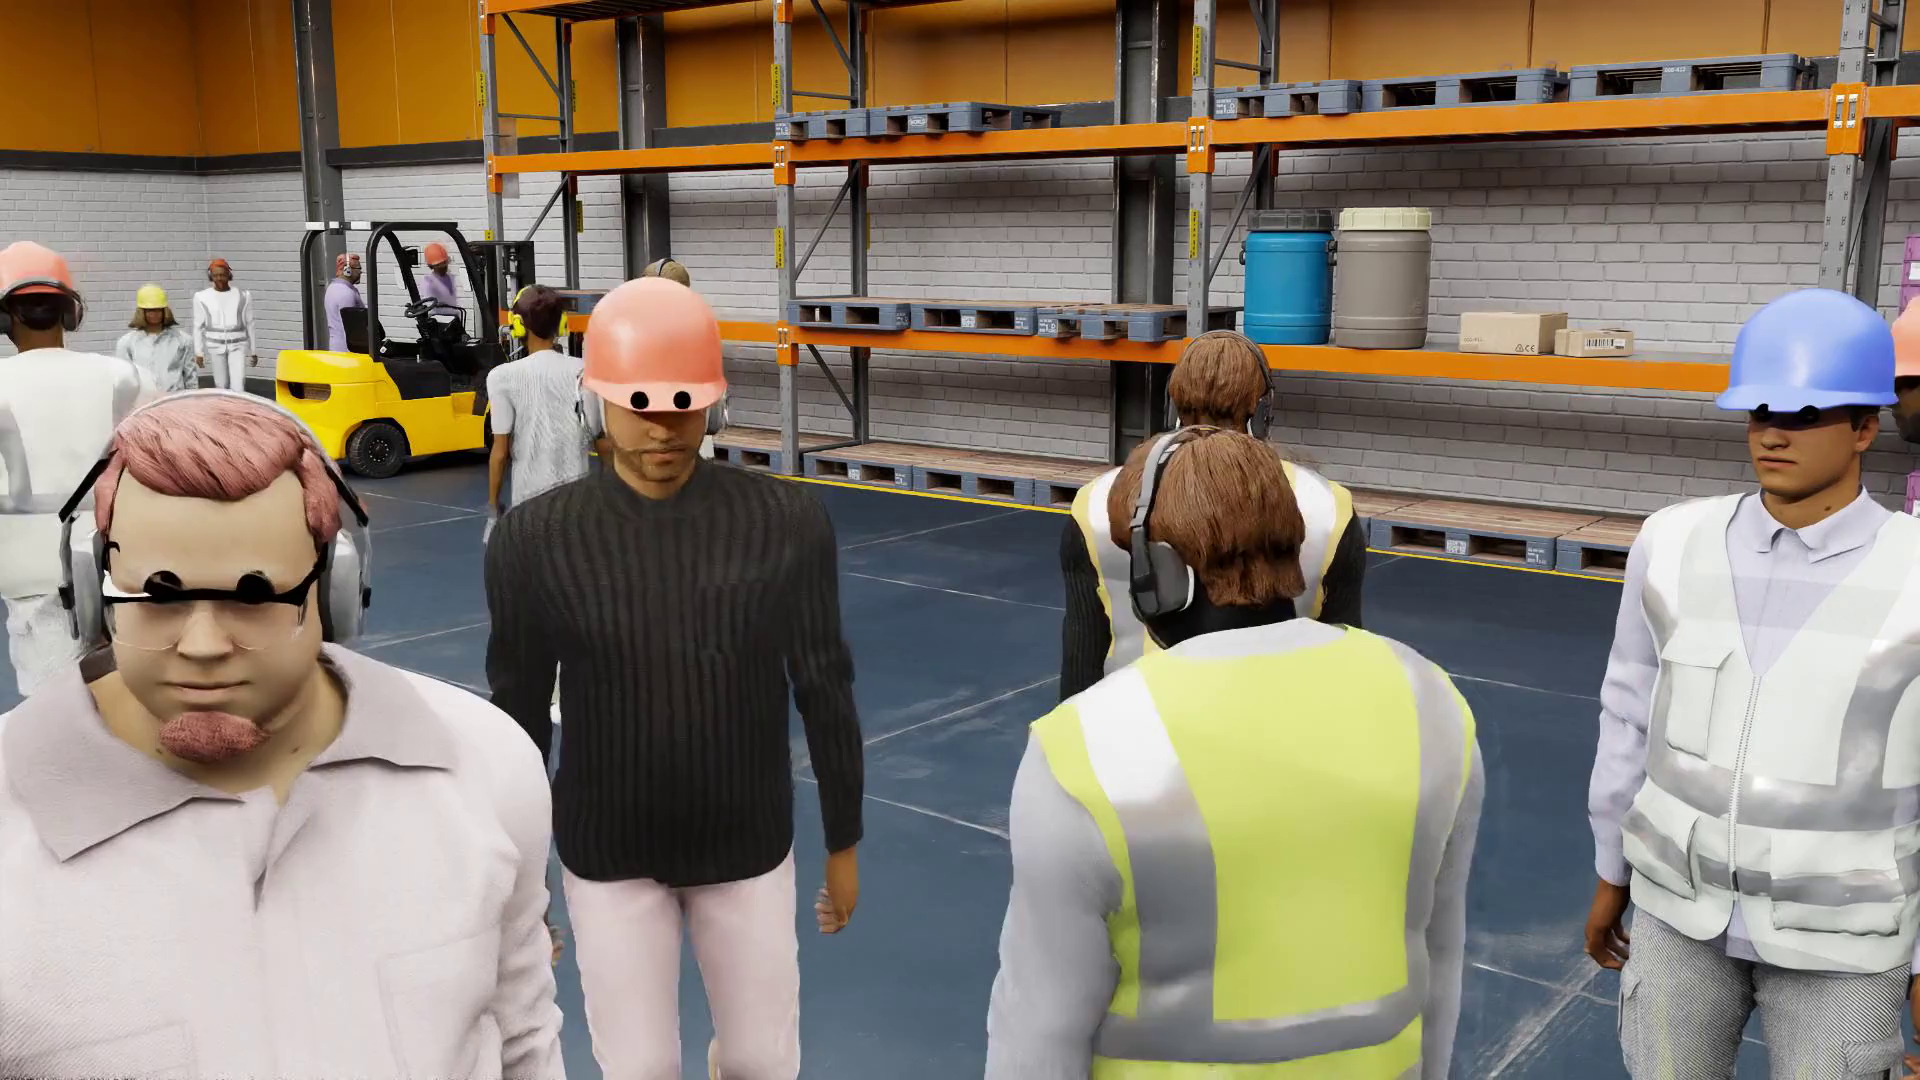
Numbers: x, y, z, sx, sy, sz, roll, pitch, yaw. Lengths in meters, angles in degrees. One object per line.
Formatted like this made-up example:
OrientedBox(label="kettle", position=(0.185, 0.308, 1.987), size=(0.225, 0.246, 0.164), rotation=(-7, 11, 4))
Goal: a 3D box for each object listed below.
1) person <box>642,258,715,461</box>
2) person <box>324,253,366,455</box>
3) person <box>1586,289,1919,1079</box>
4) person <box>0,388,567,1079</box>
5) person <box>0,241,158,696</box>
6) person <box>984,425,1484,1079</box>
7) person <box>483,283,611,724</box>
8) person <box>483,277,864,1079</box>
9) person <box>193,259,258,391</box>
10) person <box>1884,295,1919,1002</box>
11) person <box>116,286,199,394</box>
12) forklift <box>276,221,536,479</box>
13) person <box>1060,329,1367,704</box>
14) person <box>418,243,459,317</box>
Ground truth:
OrientedBox(label="person", position=(-1.353, -0.345, 7.828), size=(0.372, 1.940, 0.632), rotation=(2, 11, 13))
OrientedBox(label="person", position=(-5.764, -1.757, 15.769), size=(0.402, 1.903, 0.642), rotation=(-6, 12, -30))
OrientedBox(label="person", position=(1.287, 0.584, 2.650), size=(0.389, 1.949, 0.603), rotation=(-10, 14, -43))
OrientedBox(label="person", position=(-0.625, 0.810, 1.532), size=(0.642, 1.902, 0.399), rotation=(-9, 13, -40))
OrientedBox(label="person", position=(-2.821, 0.099, 5.165), size=(0.641, 2.006, 0.846), rotation=(-10, 14, -43))
OrientedBox(label="person", position=(0.369, 0.779, 1.980), size=(0.665, 1.811, 0.721), rotation=(-4, 11, -21))
OrientedBox(label="person", position=(-1.668, -0.124, 6.862), size=(0.570, 1.849, 0.478), rotation=(-8, 13, -39))
OrientedBox(label="person", position=(-0.506, 0.513, 3.008), size=(0.648, 1.967, 0.713), rotation=(-2, 10, -10))
OrientedBox(label="person", position=(-7.604, -1.986, 17.232), size=(0.581, 1.838, 0.989), rotation=(-4, 11, -20))
OrientedBox(label="person", position=(2.112, 0.437, 3.564), size=(0.471, 1.913, 0.619), rotation=(5, 11, 25))
OrientedBox(label="person", position=(-5.434, -0.861, 11.300), size=(0.505, 1.699, 0.876), rotation=(-5, 11, -25))
OrientedBox(label="forklift", position=(-4.922, -1.741, 14.854), size=(1.214, 2.155, 2.313), rotation=(8, 13, 38))
OrientedBox(label="person", position=(0.529, 0.482, 3.514), size=(0.632, 1.843, 0.429), rotation=(2, 10, 10))
OrientedBox(label="person", position=(-5.582, -2.208, 18.036), size=(0.391, 1.994, 0.698), rotation=(2, 10, 11))
